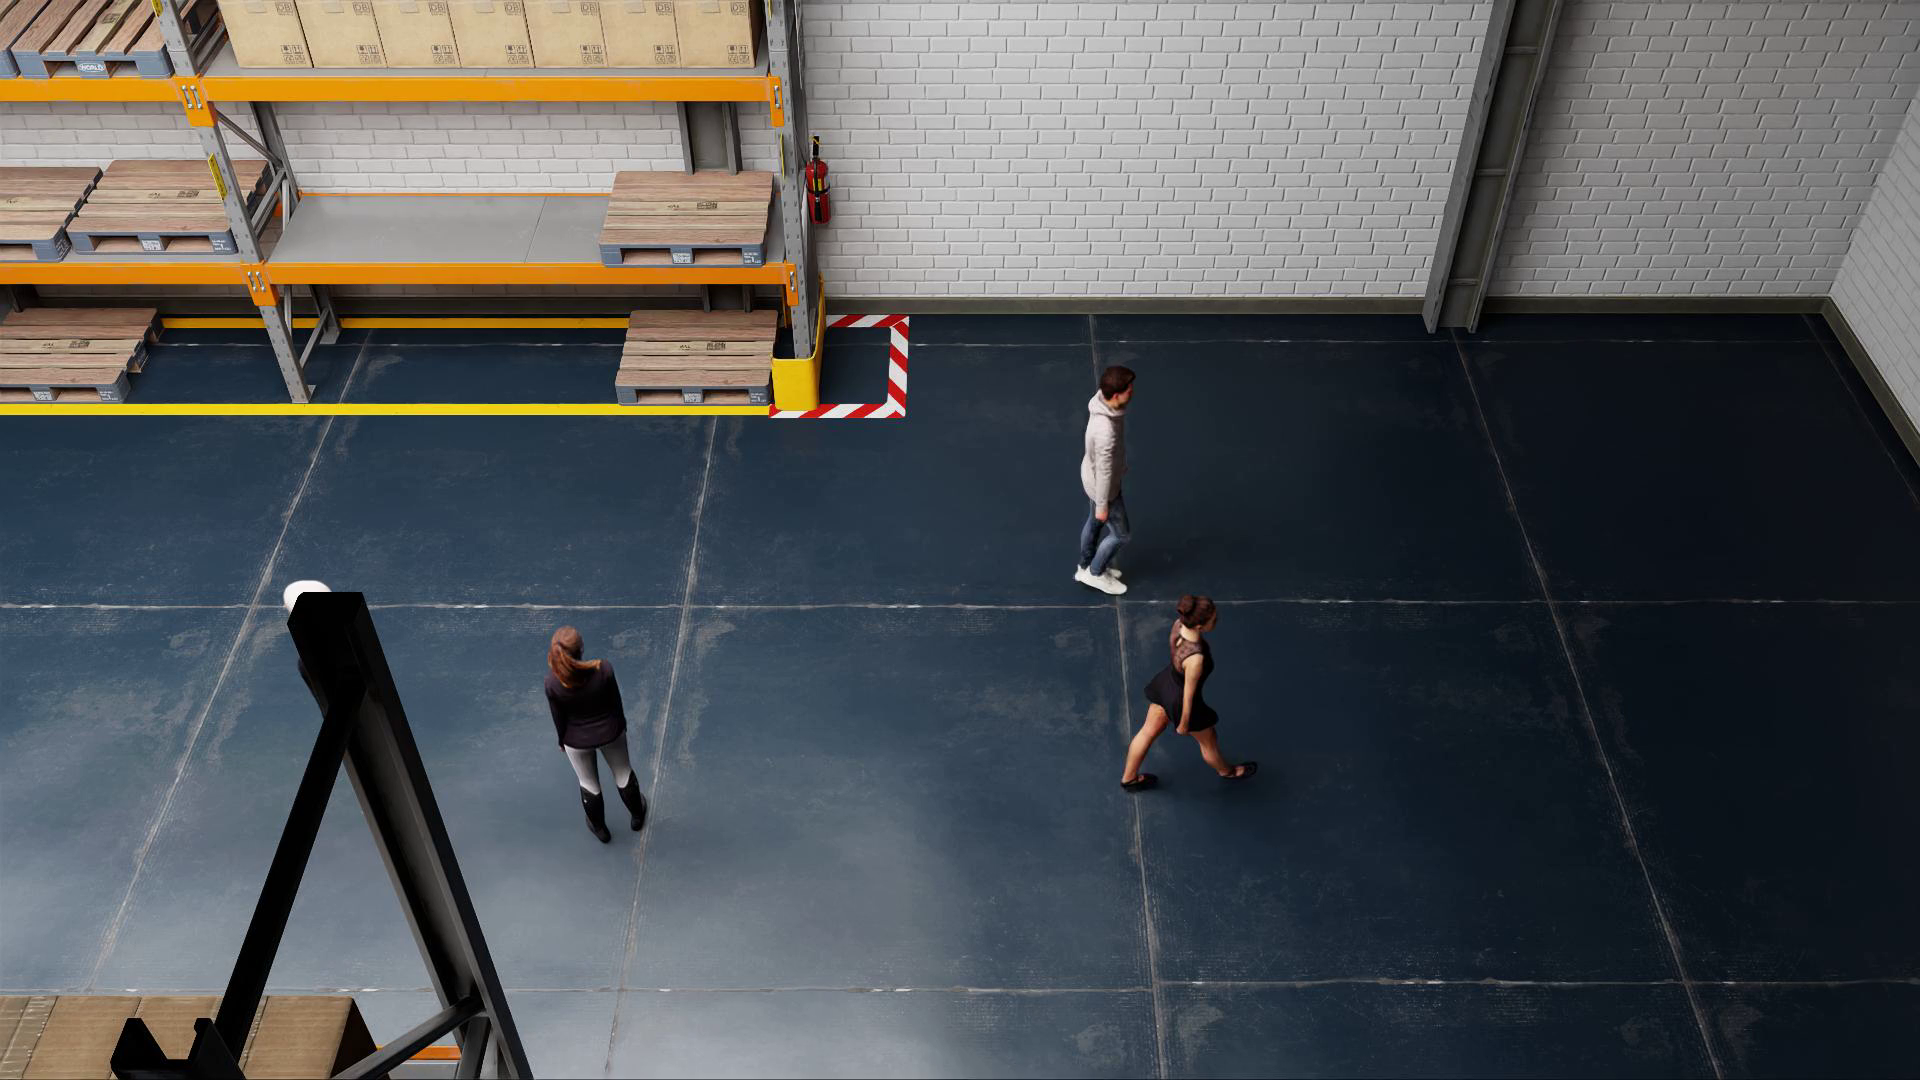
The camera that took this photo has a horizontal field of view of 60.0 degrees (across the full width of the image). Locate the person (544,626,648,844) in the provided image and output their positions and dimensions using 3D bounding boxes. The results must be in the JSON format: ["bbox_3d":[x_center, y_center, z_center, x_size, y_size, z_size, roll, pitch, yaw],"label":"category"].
[{"bbox_3d":[-2.106,1.127,9.562,0.588,1.729,0.705,-14,45,-14],"label":"person"}]

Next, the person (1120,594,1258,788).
[{"bbox_3d":[1.222,0.941,9.825,1.110,1.635,0.720,-8,44,-8],"label":"person"}]

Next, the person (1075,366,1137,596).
[{"bbox_3d":[0.878,-0.393,11.076,0.616,1.842,0.716,3,44,3],"label":"person"}]
